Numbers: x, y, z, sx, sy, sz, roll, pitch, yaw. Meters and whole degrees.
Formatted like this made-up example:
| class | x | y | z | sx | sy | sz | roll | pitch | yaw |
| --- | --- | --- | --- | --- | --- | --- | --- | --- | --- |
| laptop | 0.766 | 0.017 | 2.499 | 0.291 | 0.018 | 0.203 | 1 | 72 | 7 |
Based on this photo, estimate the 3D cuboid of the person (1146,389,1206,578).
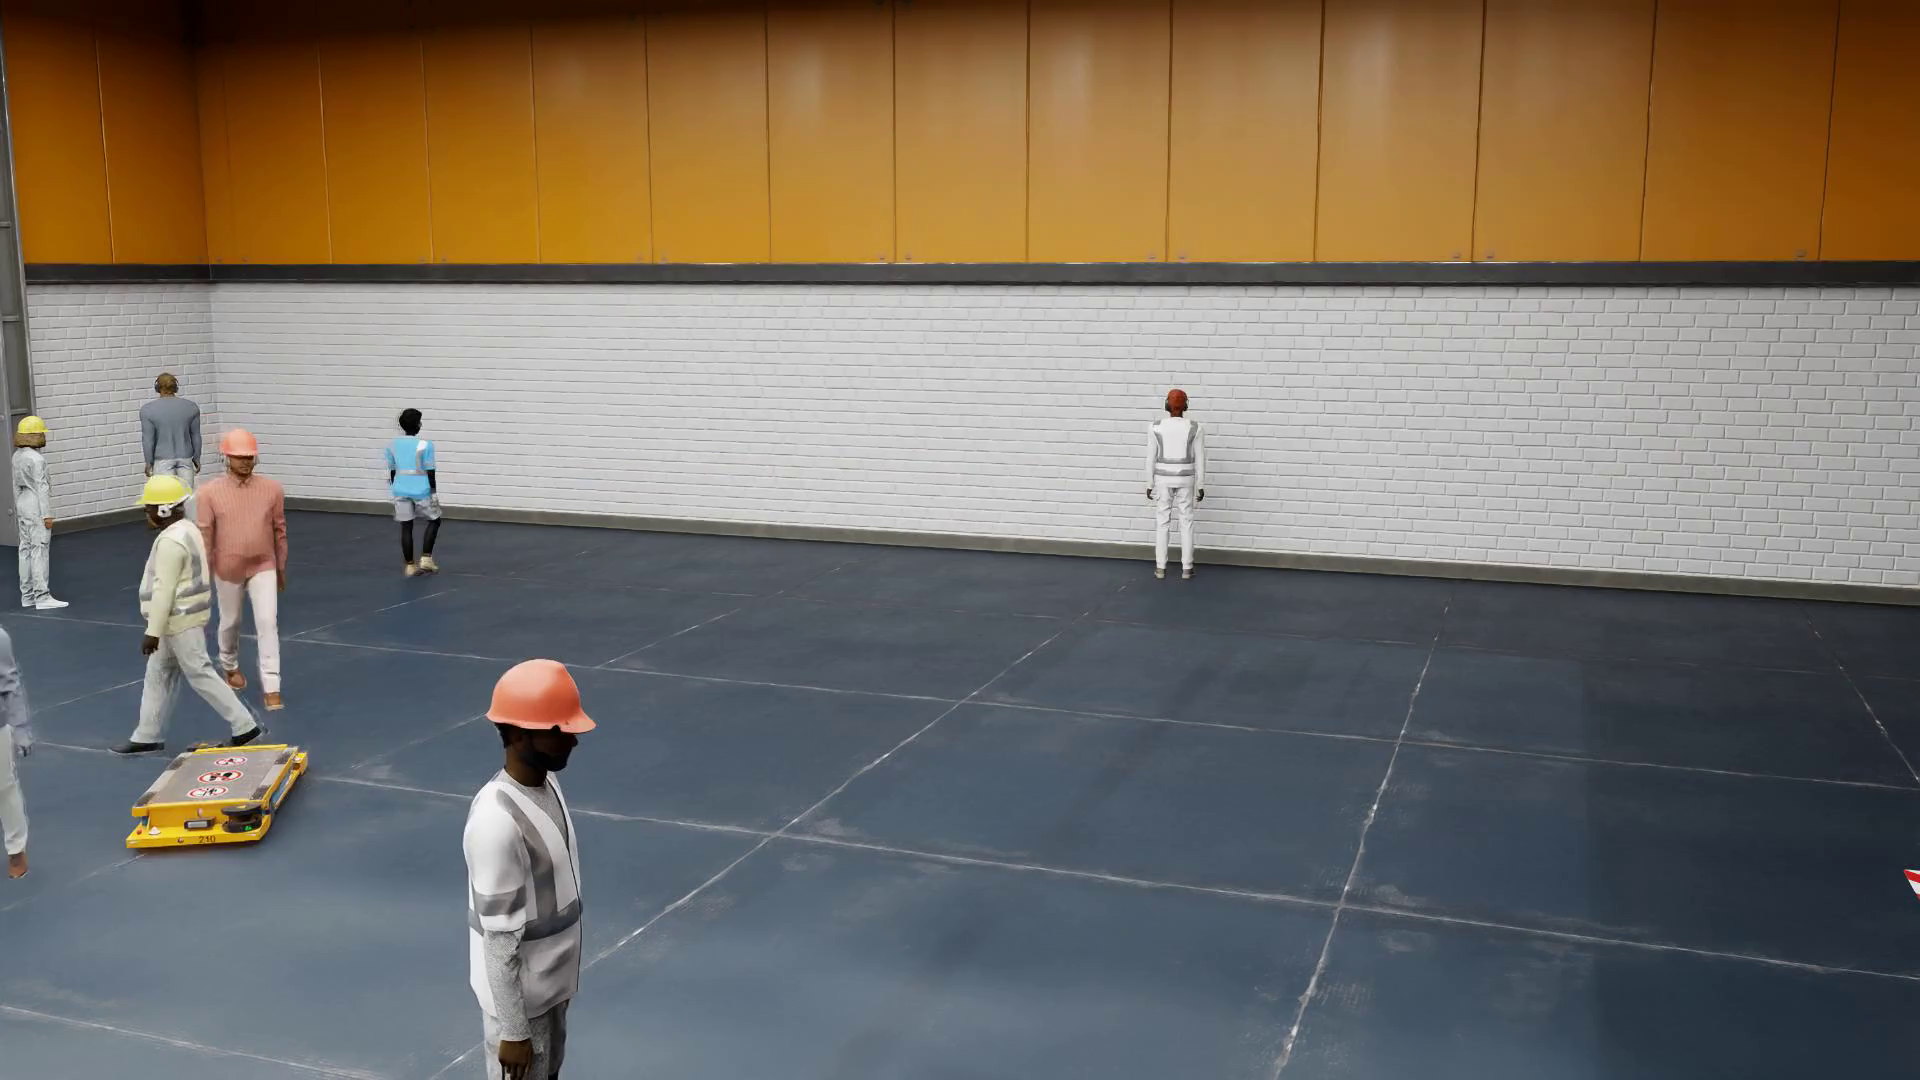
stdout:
| class | x | y | z | sx | sy | sz | roll | pitch | yaw |
| --- | --- | --- | --- | --- | --- | --- | --- | --- | --- |
| person | 2.138 | -0.555 | 16.498 | 0.591 | 1.879 | 0.353 | 2 | 9 | 10 |

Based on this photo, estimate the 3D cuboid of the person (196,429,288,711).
| class | x | y | z | sx | sy | sz | roll | pitch | yaw |
| --- | --- | --- | --- | --- | --- | --- | --- | --- | --- |
| person | -5.084 | 0.174 | 11.777 | 0.624 | 1.955 | 1.019 | -6 | 11 | -34 |

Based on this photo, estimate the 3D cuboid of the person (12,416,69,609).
| class | x | y | z | sx | sy | sz | roll | pitch | yaw |
| --- | --- | --- | --- | --- | --- | --- | --- | --- | --- |
| person | -8.349 | -0.251 | 15.044 | 0.492 | 1.742 | 0.323 | 7 | 11 | 36 |

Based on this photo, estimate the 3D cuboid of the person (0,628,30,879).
| class | x | y | z | sx | sy | sz | roll | pitch | yaw |
| --- | --- | --- | --- | --- | --- | --- | --- | --- | --- |
| person | -4.830 | 0.947 | 8.061 | 0.600 | 1.587 | 0.782 | -1 | 9 | -8 |

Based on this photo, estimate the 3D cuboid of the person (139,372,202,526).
| class | x | y | z | sx | sy | sz | roll | pitch | yaw |
| --- | --- | --- | --- | --- | --- | --- | --- | --- | --- |
| person | -8.663 | -0.872 | 18.295 | 0.632 | 1.940 | 0.372 | -9 | 13 | -44 |

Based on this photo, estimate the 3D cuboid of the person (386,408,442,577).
| class | x | y | z | sx | sy | sz | roll | pitch | yaw |
| --- | --- | --- | --- | --- | --- | --- | --- | --- | --- |
| person | -5.419 | -0.474 | 16.584 | 0.552 | 1.682 | 0.436 | 2 | 9 | 13 |

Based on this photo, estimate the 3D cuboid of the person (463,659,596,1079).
| class | x | y | z | sx | sy | sz | roll | pitch | yaw |
| --- | --- | --- | --- | --- | --- | --- | --- | --- | --- |
| person | -1.227 | 1.294 | 4.867 | 0.377 | 1.932 | 0.552 | 0 | 9 | -1 |

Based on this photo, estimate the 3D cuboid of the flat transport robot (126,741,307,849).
| class | x | y | z | sx | sy | sz | roll | pitch | yaw |
| --- | --- | --- | --- | --- | --- | --- | --- | --- | --- |
| flat transport robot | -4.149 | 1.399 | 9.362 | 0.652 | 0.197 | 1.431 | -2 | 9 | -11 |

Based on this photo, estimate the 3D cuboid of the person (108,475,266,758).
| class | x | y | z | sx | sy | sz | roll | pitch | yaw |
| --- | --- | --- | --- | --- | --- | --- | --- | --- | --- |
| person | -4.839 | 0.483 | 10.361 | 0.914 | 1.795 | 0.594 | -3 | 10 | -19 |
